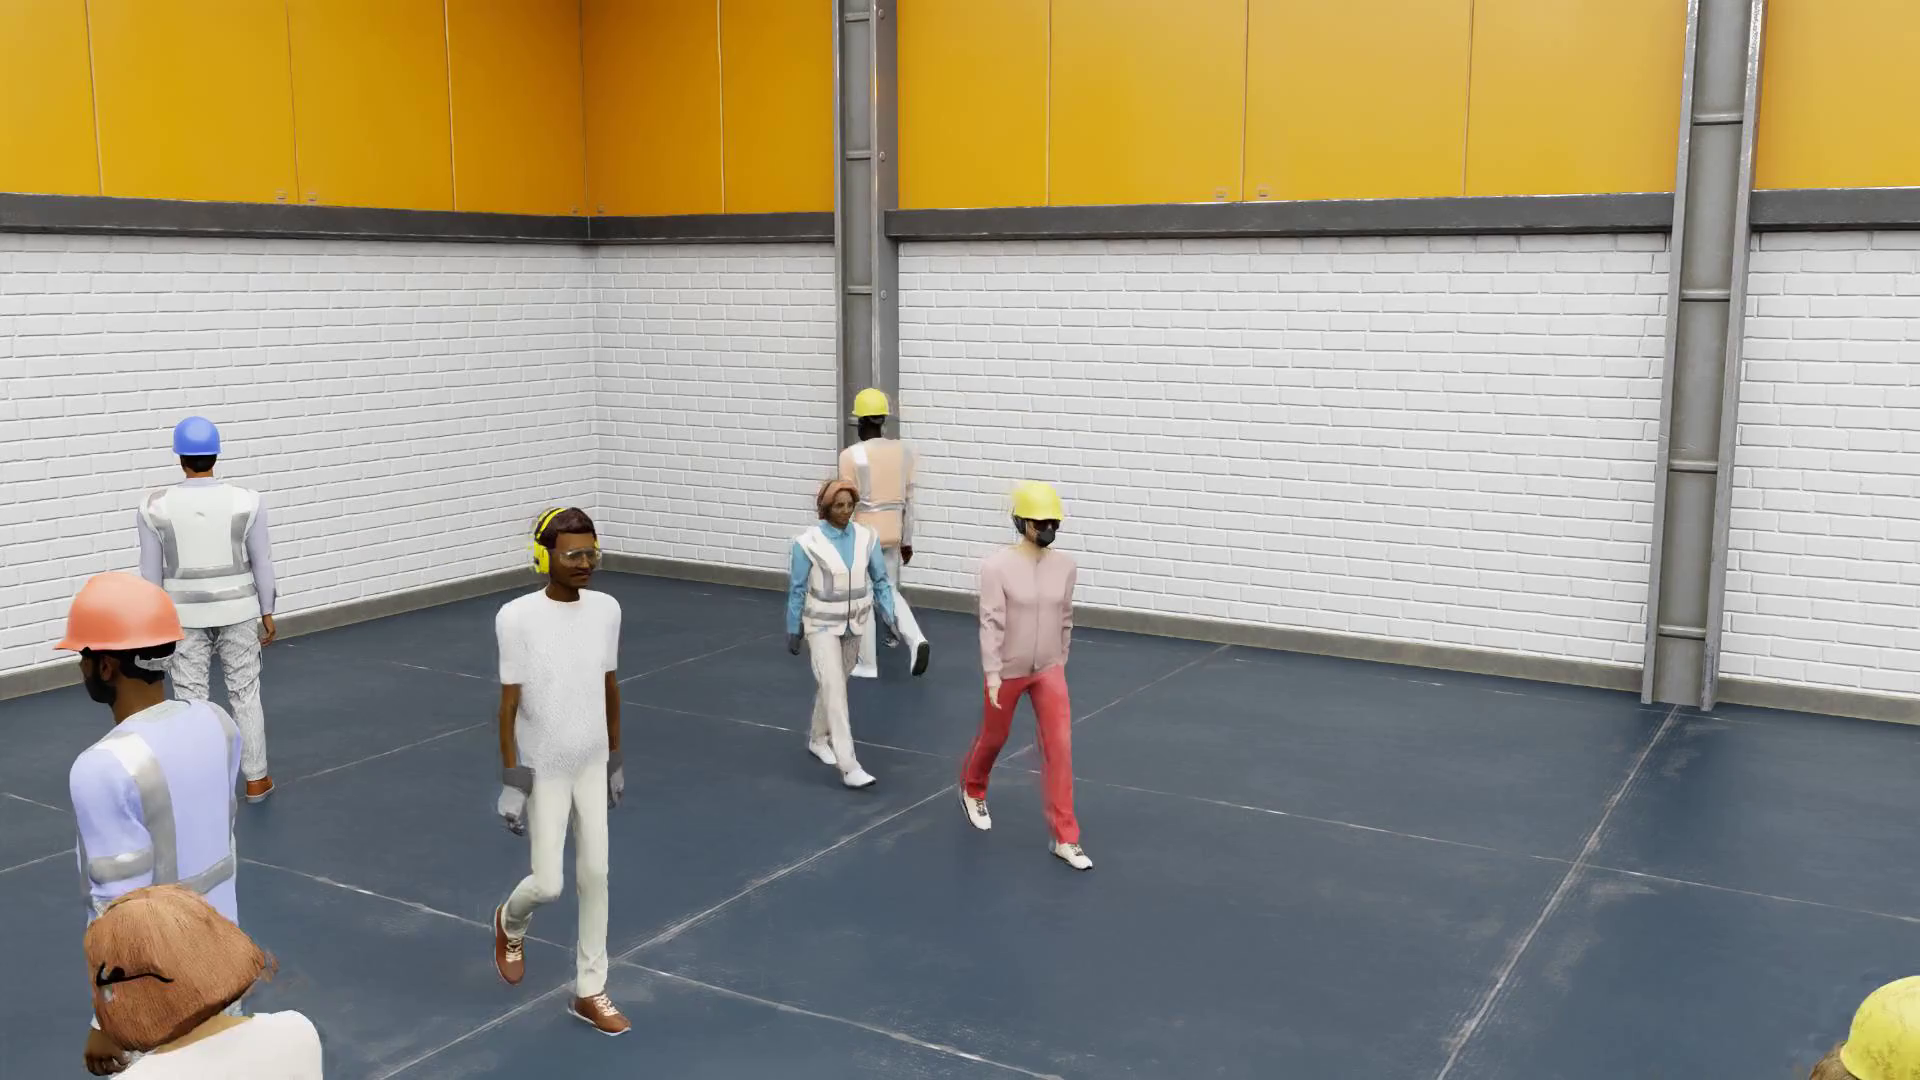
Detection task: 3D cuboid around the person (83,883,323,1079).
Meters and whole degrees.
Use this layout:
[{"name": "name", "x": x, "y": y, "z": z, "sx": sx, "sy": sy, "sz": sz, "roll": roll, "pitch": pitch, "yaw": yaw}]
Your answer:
[{"name": "person", "x": -1.310, "y": 1.379, "z": 2.909, "sx": 0.364, "sy": 1.620, "sz": 0.532, "roll": 5, "pitch": 10, "yaw": 28}]

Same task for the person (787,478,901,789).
[{"name": "person", "x": -0.630, "y": 0.466, "z": 8.705, "sx": 0.520, "sy": 1.588, "sz": 0.856, "roll": -7, "pitch": 11, "yaw": -37}]

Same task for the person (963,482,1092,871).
[{"name": "person", "x": 0.281, "y": 0.571, "z": 7.651, "sx": 0.529, "sy": 1.721, "sz": 0.919, "roll": -4, "pitch": 10, "yaw": -24}]

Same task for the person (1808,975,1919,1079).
[{"name": "person", "x": 1.210, "y": 1.406, "z": 2.445, "sx": 0.495, "sy": 1.727, "sz": 0.580, "roll": -7, "pitch": 11, "yaw": -36}]

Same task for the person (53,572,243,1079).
[{"name": "person", "x": -1.976, "y": 1.035, "z": 4.084, "sx": 0.377, "sy": 1.936, "sz": 0.549, "roll": 1, "pitch": 9, "yaw": 6}]

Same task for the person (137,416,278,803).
[{"name": "person", "x": -3.704, "y": 0.364, "z": 8.230, "sx": 0.613, "sy": 1.950, "sz": 0.376, "roll": -4, "pitch": 10, "yaw": -23}]

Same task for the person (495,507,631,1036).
[{"name": "person", "x": -1.427, "y": 0.792, "z": 5.861, "sx": 0.533, "sy": 1.857, "sz": 0.630, "roll": -9, "pitch": 13, "yaw": -44}]

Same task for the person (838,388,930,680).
[{"name": "person", "x": -0.499, "y": -0.014, "z": 10.701, "sx": 0.583, "sy": 1.915, "sz": 0.626, "roll": -8, "pitch": 12, "yaw": -40}]
